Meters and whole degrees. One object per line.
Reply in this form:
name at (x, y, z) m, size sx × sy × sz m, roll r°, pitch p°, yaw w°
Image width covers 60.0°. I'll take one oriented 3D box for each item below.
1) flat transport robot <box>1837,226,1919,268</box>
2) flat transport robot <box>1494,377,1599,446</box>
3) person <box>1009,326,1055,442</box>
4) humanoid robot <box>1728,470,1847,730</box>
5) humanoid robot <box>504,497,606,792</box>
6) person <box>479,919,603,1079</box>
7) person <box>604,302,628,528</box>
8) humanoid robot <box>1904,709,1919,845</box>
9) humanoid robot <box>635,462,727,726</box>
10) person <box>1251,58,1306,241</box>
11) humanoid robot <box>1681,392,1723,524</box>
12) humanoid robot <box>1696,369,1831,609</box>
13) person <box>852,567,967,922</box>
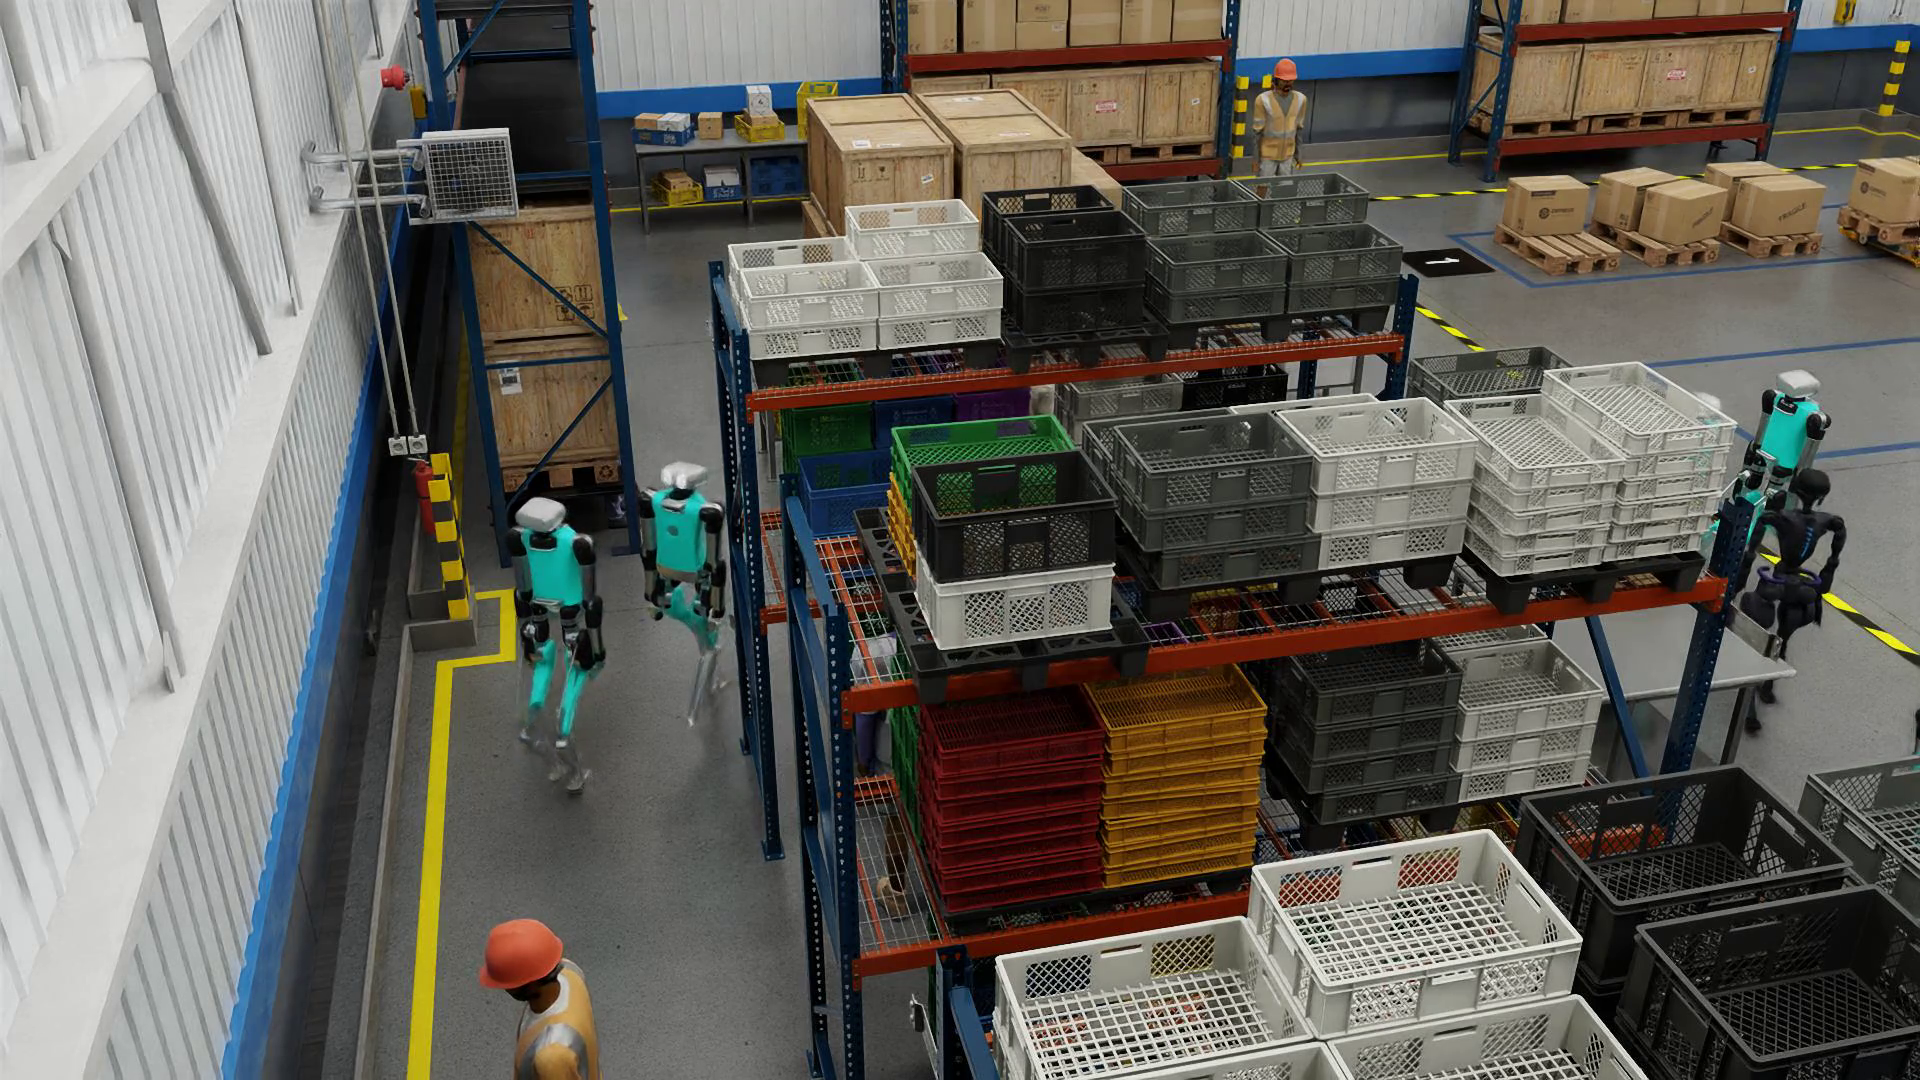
flat transport robot at (10.417, -3.285, 18.250) m, size 0.652 × 0.197 × 1.431 m, roll -6°, pitch 28°, yaw -12°
flat transport robot at (4.780, -1.036, 14.013) m, size 0.659 × 0.231 × 1.431 m, roll -6°, pitch 28°, yaw -12°
person at (0.460, -0.636, 11.576) m, size 0.508 × 1.839 × 0.334 m, roll 23°, pitch 36°, yaw 37°
humanoid robot at (4.892, 0.317, 9.966) m, size 0.589 × 1.643 × 0.614 m, roll 3°, pitch 28°, yaw 5°
humanoid robot at (-2.281, 0.689, 9.182) m, size 0.548 × 1.814 × 0.669 m, roll 8°, pitch 29°, yaw 15°
person at (-1.489, 2.168, 6.155) m, size 0.369 × 1.928 × 0.542 m, roll -5°, pitch 28°, yaw -10°
person at (-2.546, -0.938, 12.230) m, size 0.337 × 1.761 × 0.522 m, roll -8°, pitch 29°, yaw -16°
humanoid robot at (4.697, 1.503, 7.676) m, size 0.799 × 1.804 × 0.531 m, roll 2°, pitch 28°, yaw 4°
humanoid robot at (-1.532, 0.295, 10.019) m, size 0.557 × 1.854 × 0.757 m, roll 9°, pitch 29°, yaw 17°
person at (3.462, -4.207, 18.126) m, size 0.604 × 2.045 × 0.375 m, roll -7°, pitch 29°, yaw -13°
humanoid robot at (4.458, -0.209, 10.807) m, size 0.535 × 1.740 × 0.719 m, roll -11°, pitch 30°, yaw -20°
humanoid robot at (5.108, -0.276, 10.850) m, size 0.735 × 1.677 × 0.533 m, roll -7°, pitch 29°, yaw -13°
person at (-0.231, 0.998, 8.249) m, size 0.606 × 2.048 × 0.366 m, roll -8°, pitch 29°, yaw -14°
